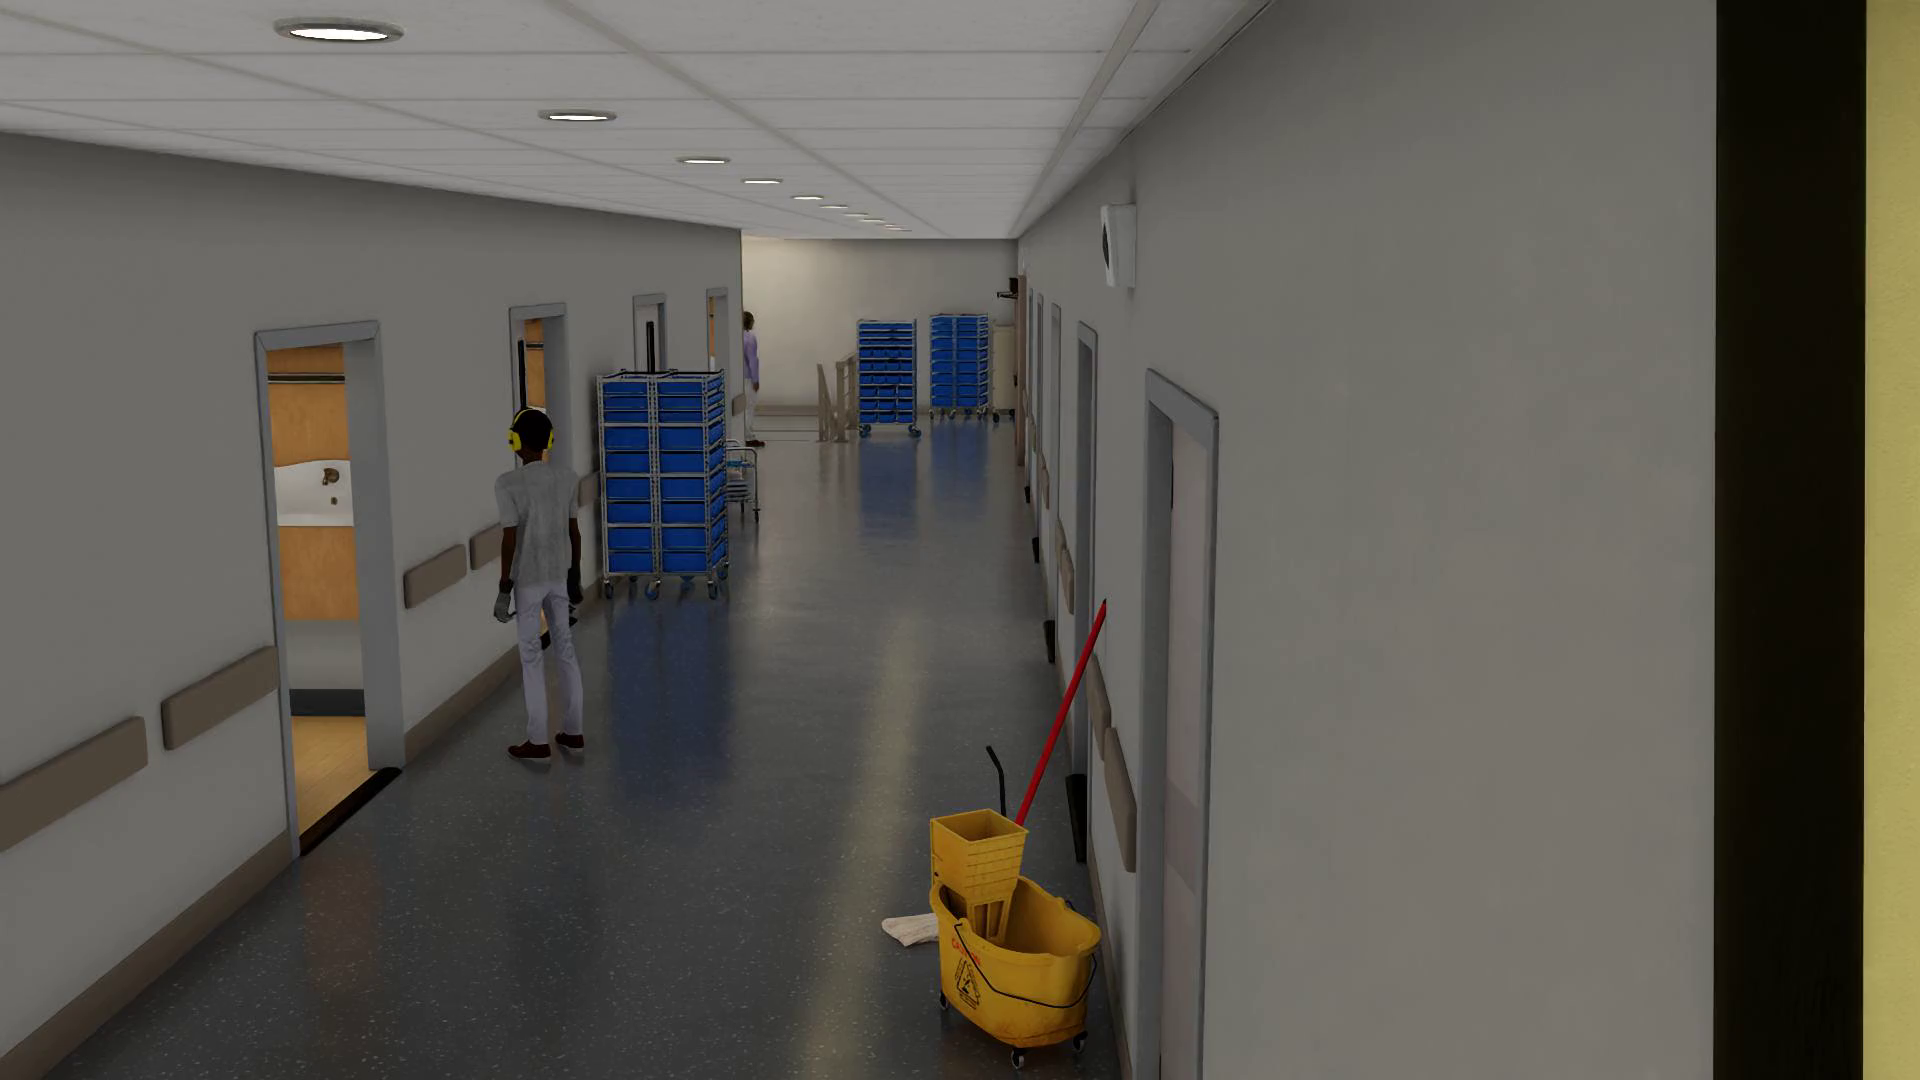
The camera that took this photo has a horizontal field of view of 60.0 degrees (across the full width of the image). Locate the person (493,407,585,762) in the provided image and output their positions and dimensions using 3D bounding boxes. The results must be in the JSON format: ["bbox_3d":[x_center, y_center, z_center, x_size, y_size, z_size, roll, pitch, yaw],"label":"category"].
[{"bbox_3d":[-2.224,0.234,8.781,0.309,1.868,0.535,8,13,41],"label":"person"}]
